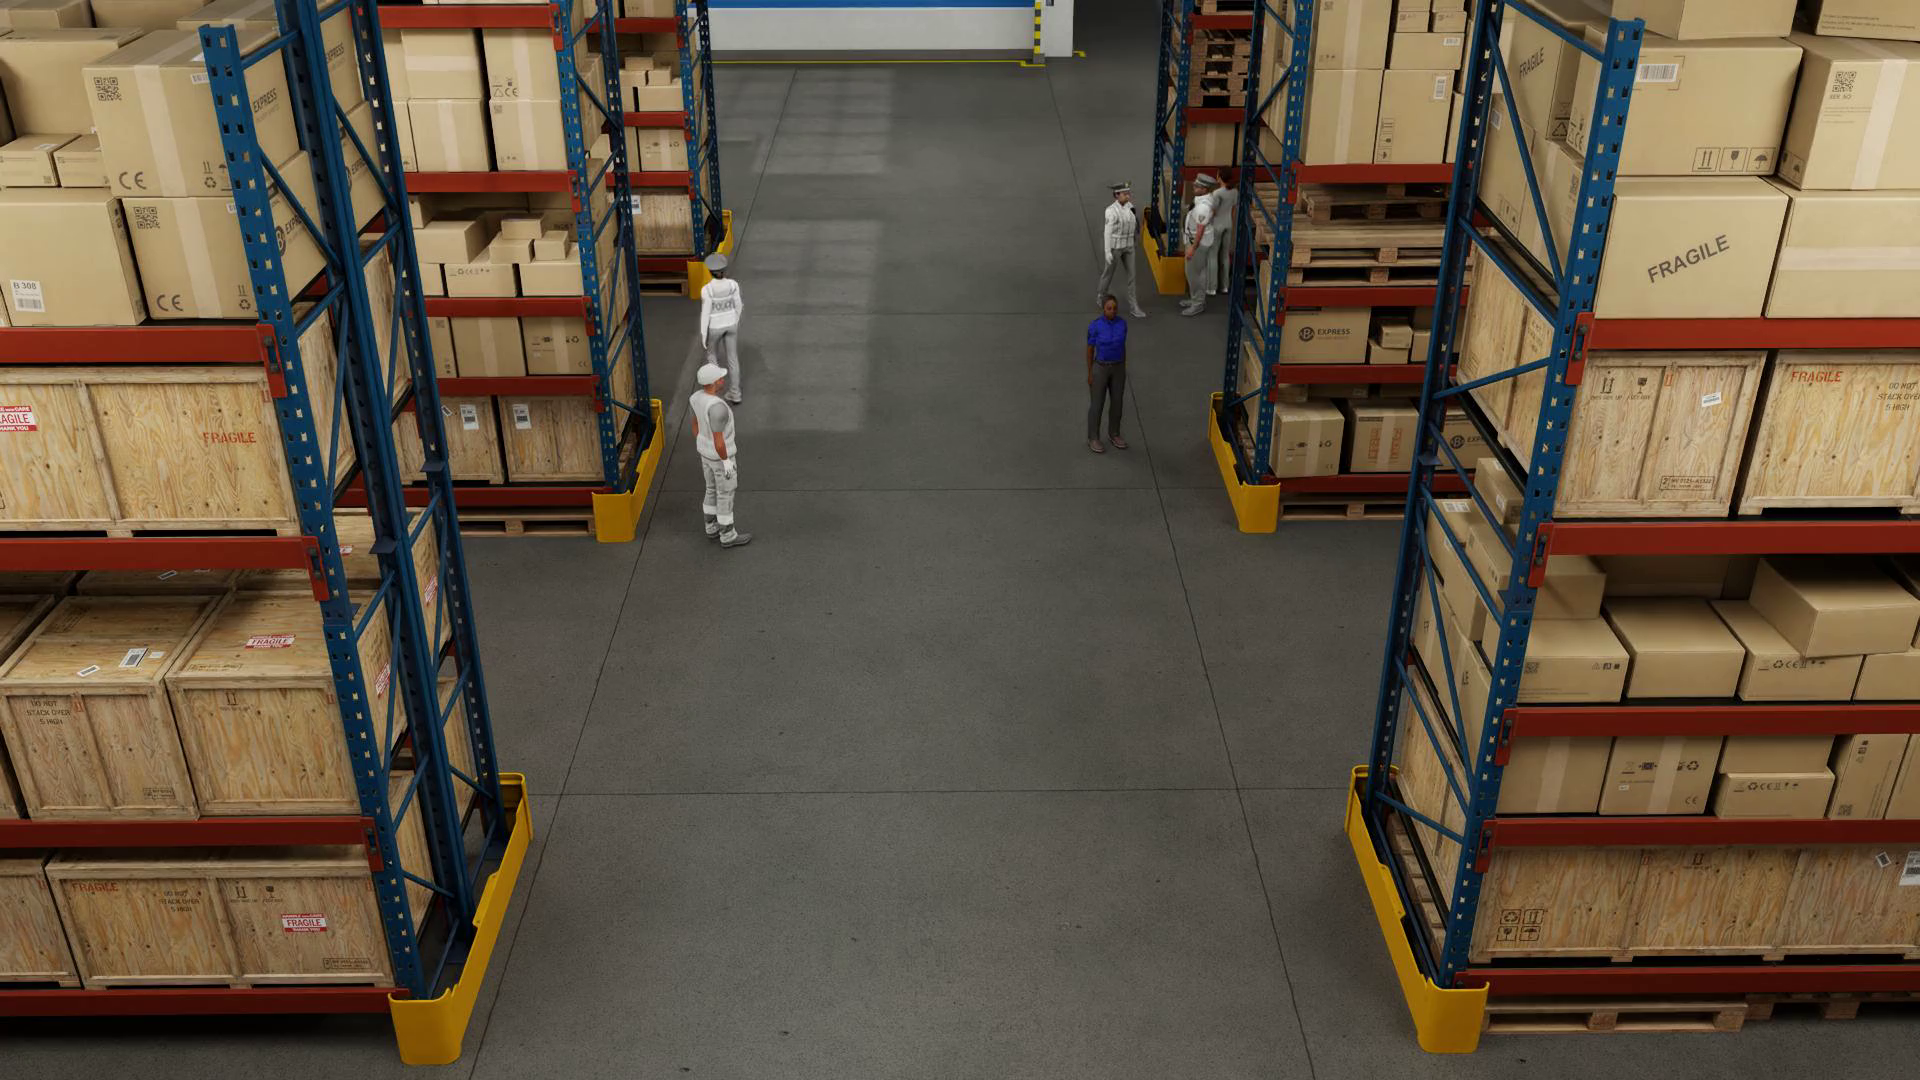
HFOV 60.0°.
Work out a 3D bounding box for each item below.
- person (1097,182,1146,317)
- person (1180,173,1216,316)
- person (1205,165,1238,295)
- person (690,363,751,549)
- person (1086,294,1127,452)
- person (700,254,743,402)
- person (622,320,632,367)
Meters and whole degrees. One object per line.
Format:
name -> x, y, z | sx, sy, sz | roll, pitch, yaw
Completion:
person -> 2.044, -3.637, 20.758 | 0.499, 1.677, 0.762 | -17, 33, -29
person -> 2.974, -3.716, 20.794 | 0.394, 1.772, 0.566 | 8, 29, 15
person -> 3.350, -4.001, 21.404 | 0.450, 1.672, 0.366 | -17, 33, -29
person -> -2.219, -0.799, 15.364 | 0.367, 1.795, 0.543 | -20, 34, -32
person -> 1.544, -1.741, 17.261 | 0.435, 1.657, 0.357 | -10, 30, -18
person -> -2.691, -2.407, 18.446 | 0.529, 1.660, 0.819 | -13, 31, -22
person -> -3.847, -2.366, 18.424 | 0.336, 1.660, 0.452 | 3, 28, 5
